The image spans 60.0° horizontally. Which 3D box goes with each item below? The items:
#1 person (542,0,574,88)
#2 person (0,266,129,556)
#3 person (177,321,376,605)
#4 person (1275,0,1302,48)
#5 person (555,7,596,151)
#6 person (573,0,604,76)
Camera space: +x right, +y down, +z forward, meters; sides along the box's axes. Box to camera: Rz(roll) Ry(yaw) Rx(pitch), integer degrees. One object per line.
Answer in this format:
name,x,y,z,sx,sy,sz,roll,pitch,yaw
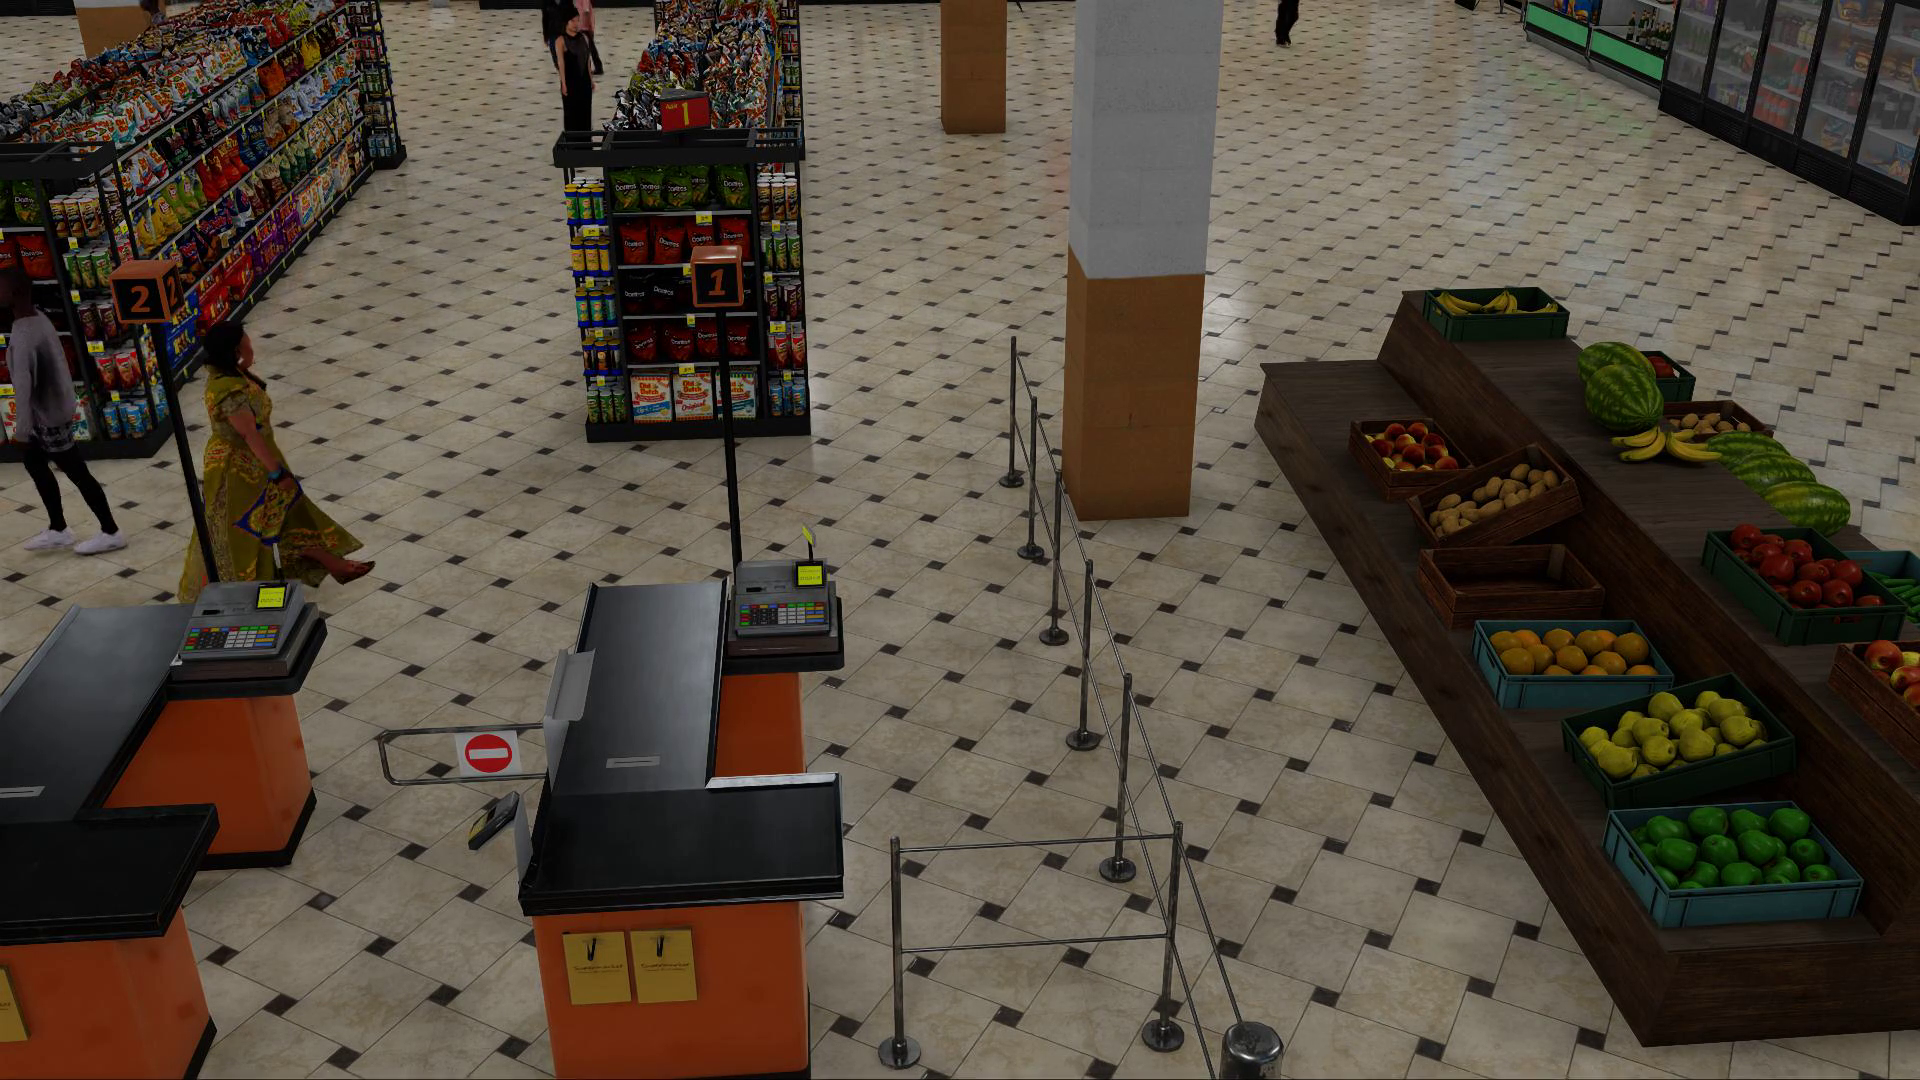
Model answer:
person,-5.018,-6.334,20.908,0.567,1.463,0.900,-2,27,-4
person,-5.082,-0.713,9.503,0.820,1.754,0.818,-11,29,-21
person,-3.921,-0.326,8.924,0.961,1.586,1.263,-8,28,-15
person,4.689,-7.849,23.918,0.655,1.442,0.628,-10,29,-19
person,-4.161,-4.951,18.027,0.722,1.603,0.662,21,34,35
person,-4.885,-6.775,21.972,0.780,1.286,0.761,-16,31,-28
